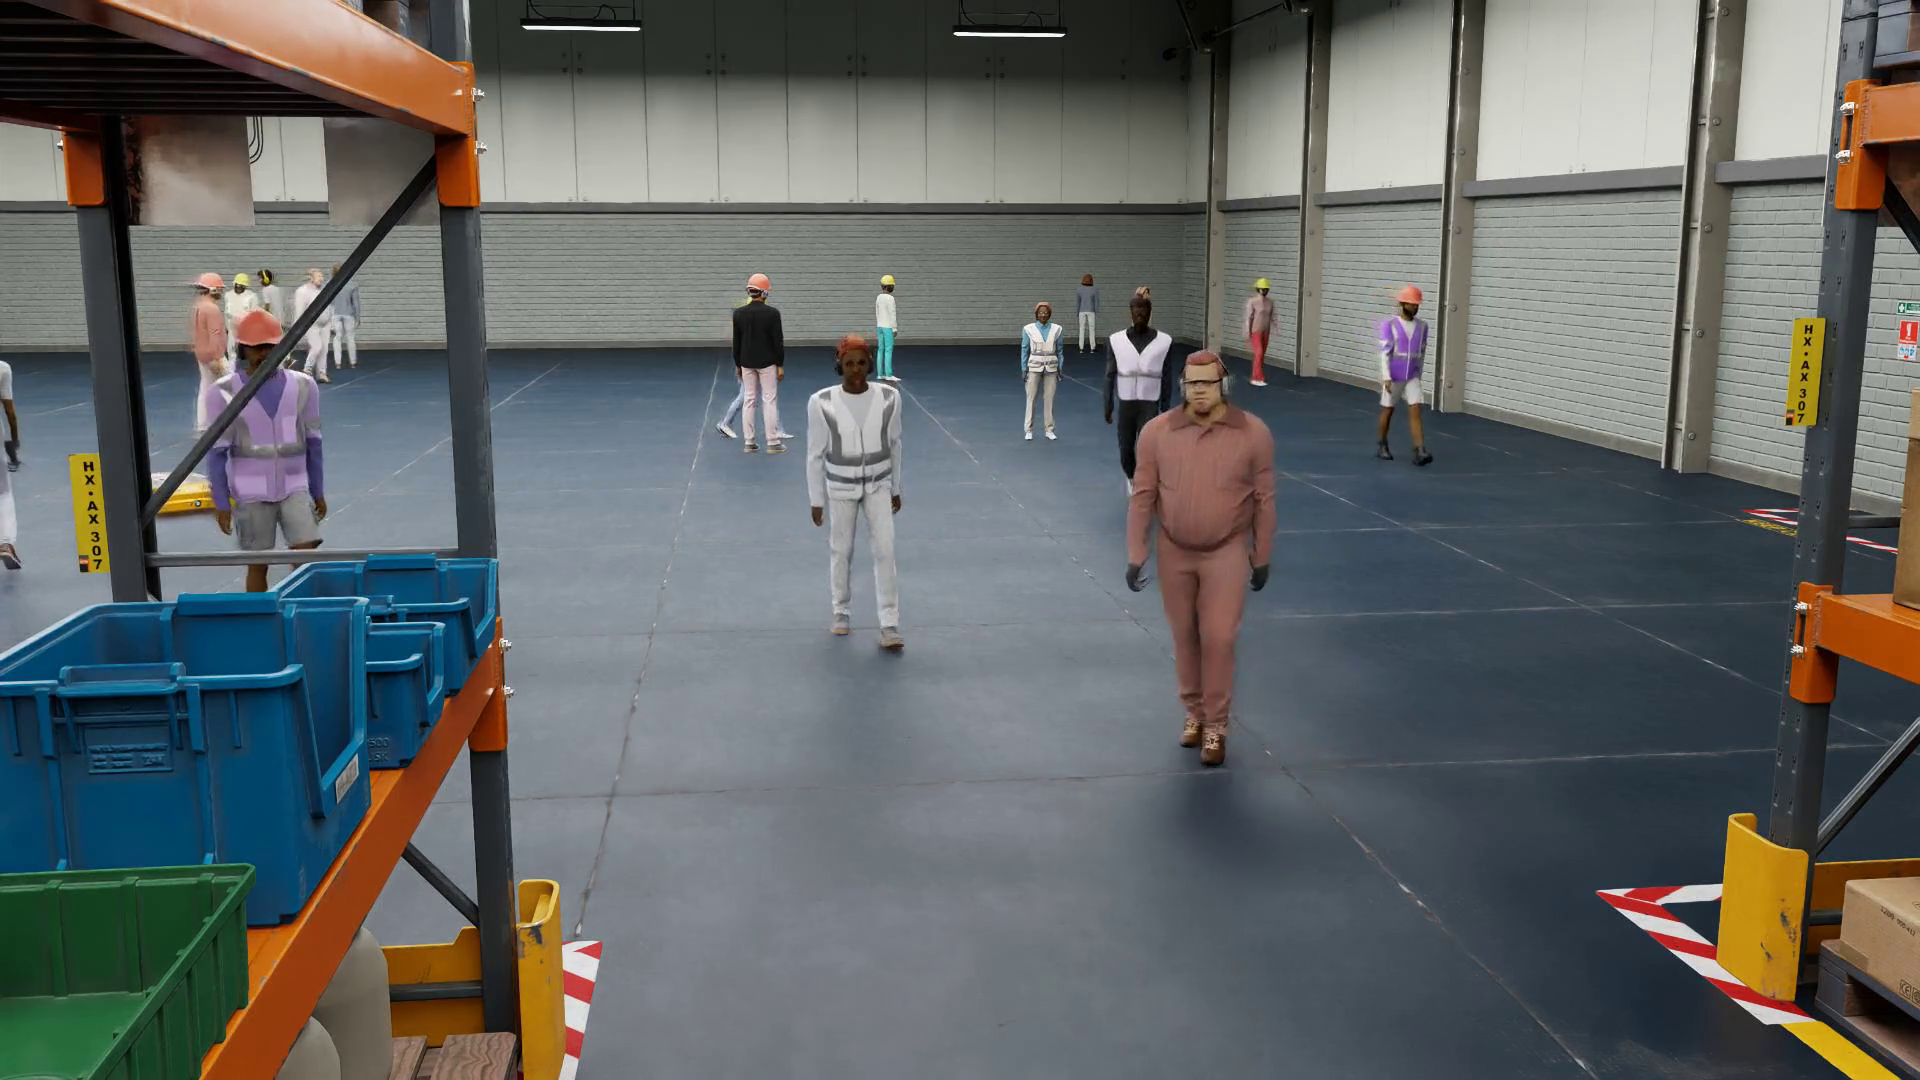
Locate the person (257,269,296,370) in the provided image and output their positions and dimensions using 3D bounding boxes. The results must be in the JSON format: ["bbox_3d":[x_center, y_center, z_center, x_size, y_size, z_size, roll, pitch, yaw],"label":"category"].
[{"bbox_3d":[-11.994,-3.828,29.192,0.518,1.845,0.576,2,10,9],"label":"person"}]

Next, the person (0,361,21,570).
[{"bbox_3d":[-6.968,-0.660,11.800,0.504,1.857,0.405,-6,12,-30],"label":"person"}]

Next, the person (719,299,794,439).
[{"bbox_3d":[-2.475,-2.058,19.825,0.894,1.725,0.526,4,11,22],"label":"person"}]

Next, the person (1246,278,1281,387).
[{"bbox_3d":[4.901,-3.314,26.682,0.527,1.740,0.770,-6,12,-28],"label":"person"}]

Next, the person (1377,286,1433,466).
[{"bbox_3d":[4.724,-1.743,17.674,0.551,1.885,1.009,-1,10,-7],"label":"person"}]

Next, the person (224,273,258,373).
[{"bbox_3d":[-12.185,-3.588,28.046,0.628,1.783,0.772,1,10,6],"label":"person"}]

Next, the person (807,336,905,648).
[{"bbox_3d":[-0.607,-0.280,9.809,0.585,1.825,0.910,-3,11,-14],"label":"person"}]

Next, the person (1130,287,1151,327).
[{"bbox_3d":[2.795,-3.096,25.742,0.310,1.642,0.514,6,12,31],"label":"person"}]

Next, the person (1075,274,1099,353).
[{"bbox_3d":[2.650,-4.713,34.623,0.498,1.634,0.282,3,11,16],"label":"person"}]

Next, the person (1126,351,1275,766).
[{"bbox_3d":[1.080,0.080,7.658,0.664,1.878,0.736,4,11,19],"label":"person"}]

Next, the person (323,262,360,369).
[{"bbox_3d":[-11.271,-4.087,30.364,0.634,1.938,0.358,-3,11,-16],"label":"person"}]

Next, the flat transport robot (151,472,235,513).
[{"bbox_3d":[-7.133,-0.452,15.003,0.652,0.197,1.431,-9,14,-42],"label":"flat transport robot"}]

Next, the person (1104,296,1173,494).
[{"bbox_3d":[1.596,-1.240,14.874,0.601,1.895,0.805,2,10,9],"label":"person"}]

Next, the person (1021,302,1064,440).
[{"bbox_3d":[0.978,-2.001,19.738,0.517,1.639,0.313,-2,10,-9],"label":"person"}]

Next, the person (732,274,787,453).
[{"bbox_3d":[-2.230,-1.962,18.550,0.609,1.996,0.383,4,11,20],"label":"person"}]

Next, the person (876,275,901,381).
[{"bbox_3d":[-1.213,-3.538,27.824,0.308,1.769,0.524,-7,13,-34],"label":"person"}]

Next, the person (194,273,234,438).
[{"bbox_3d":[-8.861,-2.208,19.967,0.785,1.964,0.653,-9,14,-41],"label":"person"}]

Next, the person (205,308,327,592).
[{"bbox_3d":[-3.761,-0.251,9.140,0.633,2.004,0.922,-8,13,-36],"label":"person"}]

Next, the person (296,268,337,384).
[{"bbox_3d":[-10.511,-3.492,27.215,0.408,1.895,0.648,5,12,26],"label":"person"}]
